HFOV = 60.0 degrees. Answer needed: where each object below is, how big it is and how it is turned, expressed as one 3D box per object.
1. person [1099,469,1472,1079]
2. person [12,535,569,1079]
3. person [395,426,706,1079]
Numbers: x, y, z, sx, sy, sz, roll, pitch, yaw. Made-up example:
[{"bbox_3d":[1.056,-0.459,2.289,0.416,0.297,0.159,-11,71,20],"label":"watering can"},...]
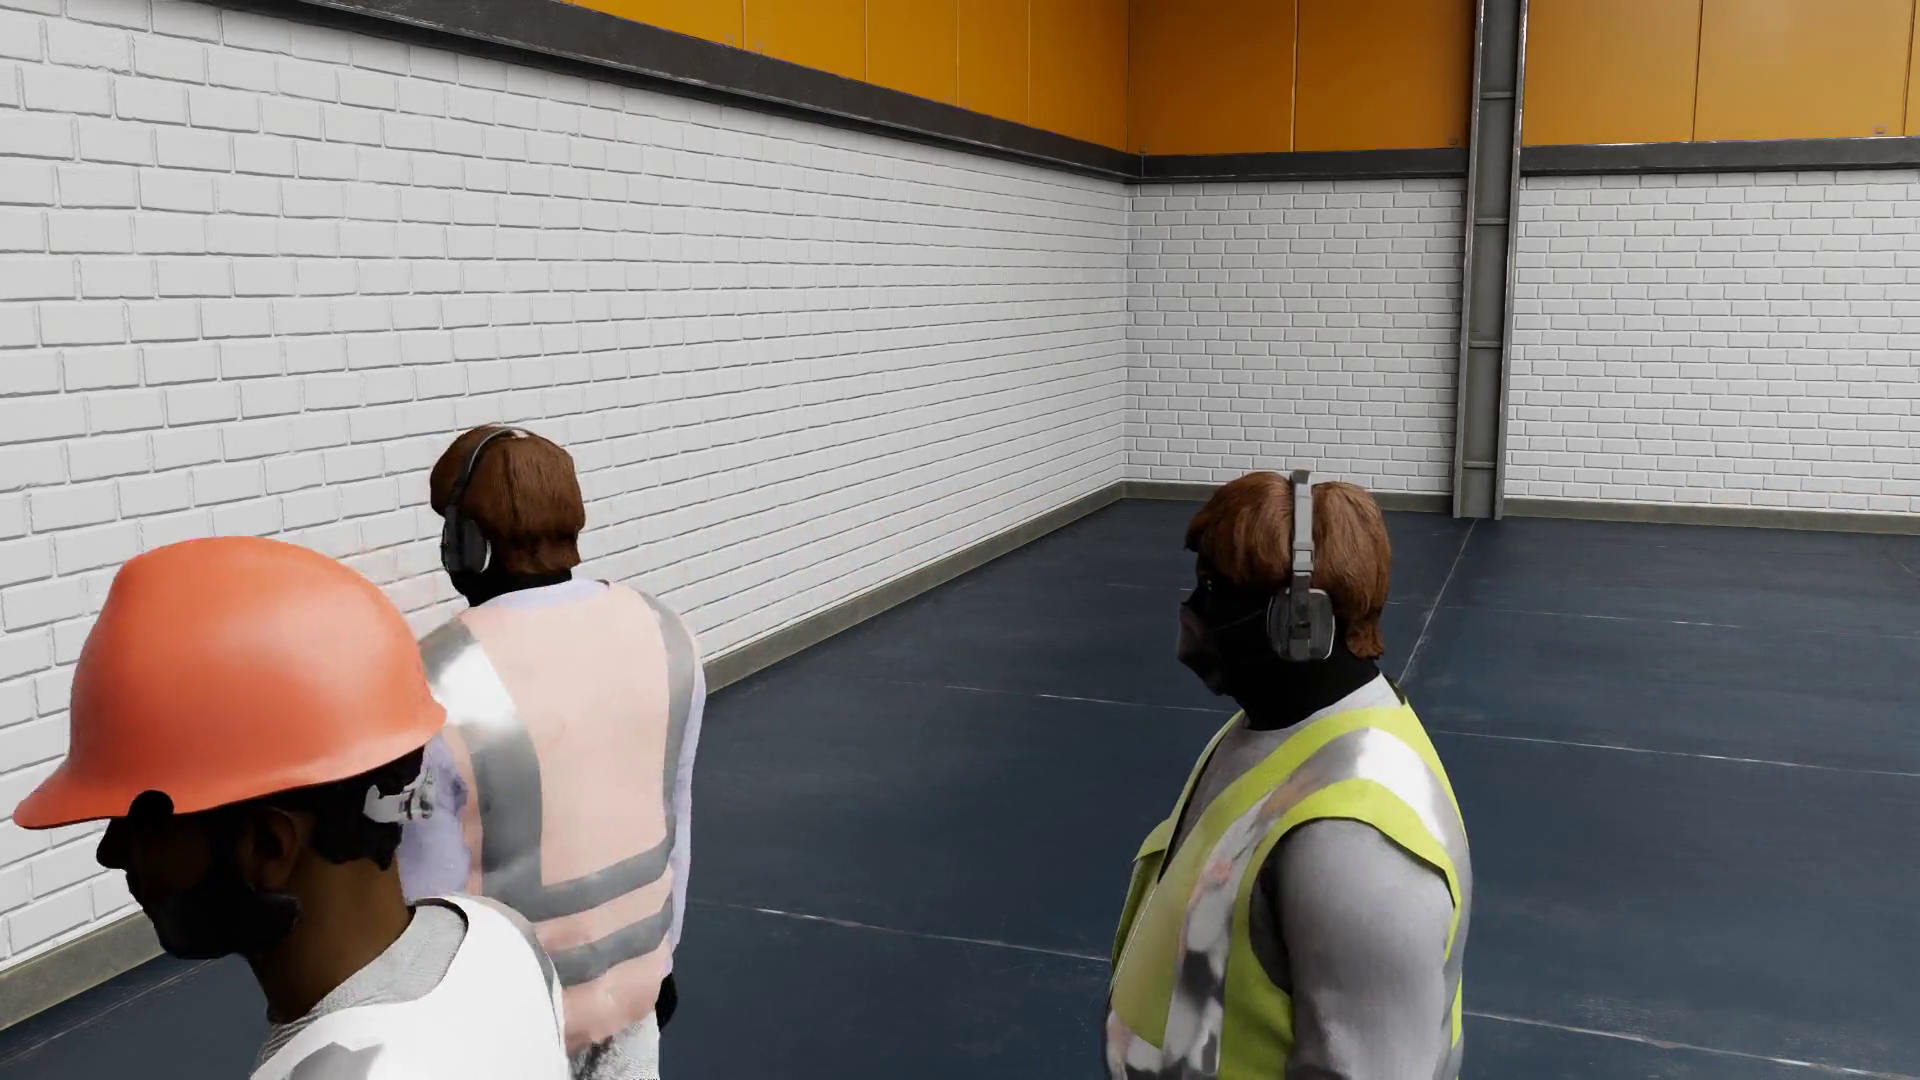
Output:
[{"bbox_3d":[0.387,0.829,2.081,0.429,1.844,0.626,0,9,2],"label":"person"},{"bbox_3d":[-0.398,0.922,1.378,0.984,1.890,0.546,-1,9,-6],"label":"person"},{"bbox_3d":[-0.687,0.739,2.662,0.429,1.840,0.641,6,11,33],"label":"person"}]
